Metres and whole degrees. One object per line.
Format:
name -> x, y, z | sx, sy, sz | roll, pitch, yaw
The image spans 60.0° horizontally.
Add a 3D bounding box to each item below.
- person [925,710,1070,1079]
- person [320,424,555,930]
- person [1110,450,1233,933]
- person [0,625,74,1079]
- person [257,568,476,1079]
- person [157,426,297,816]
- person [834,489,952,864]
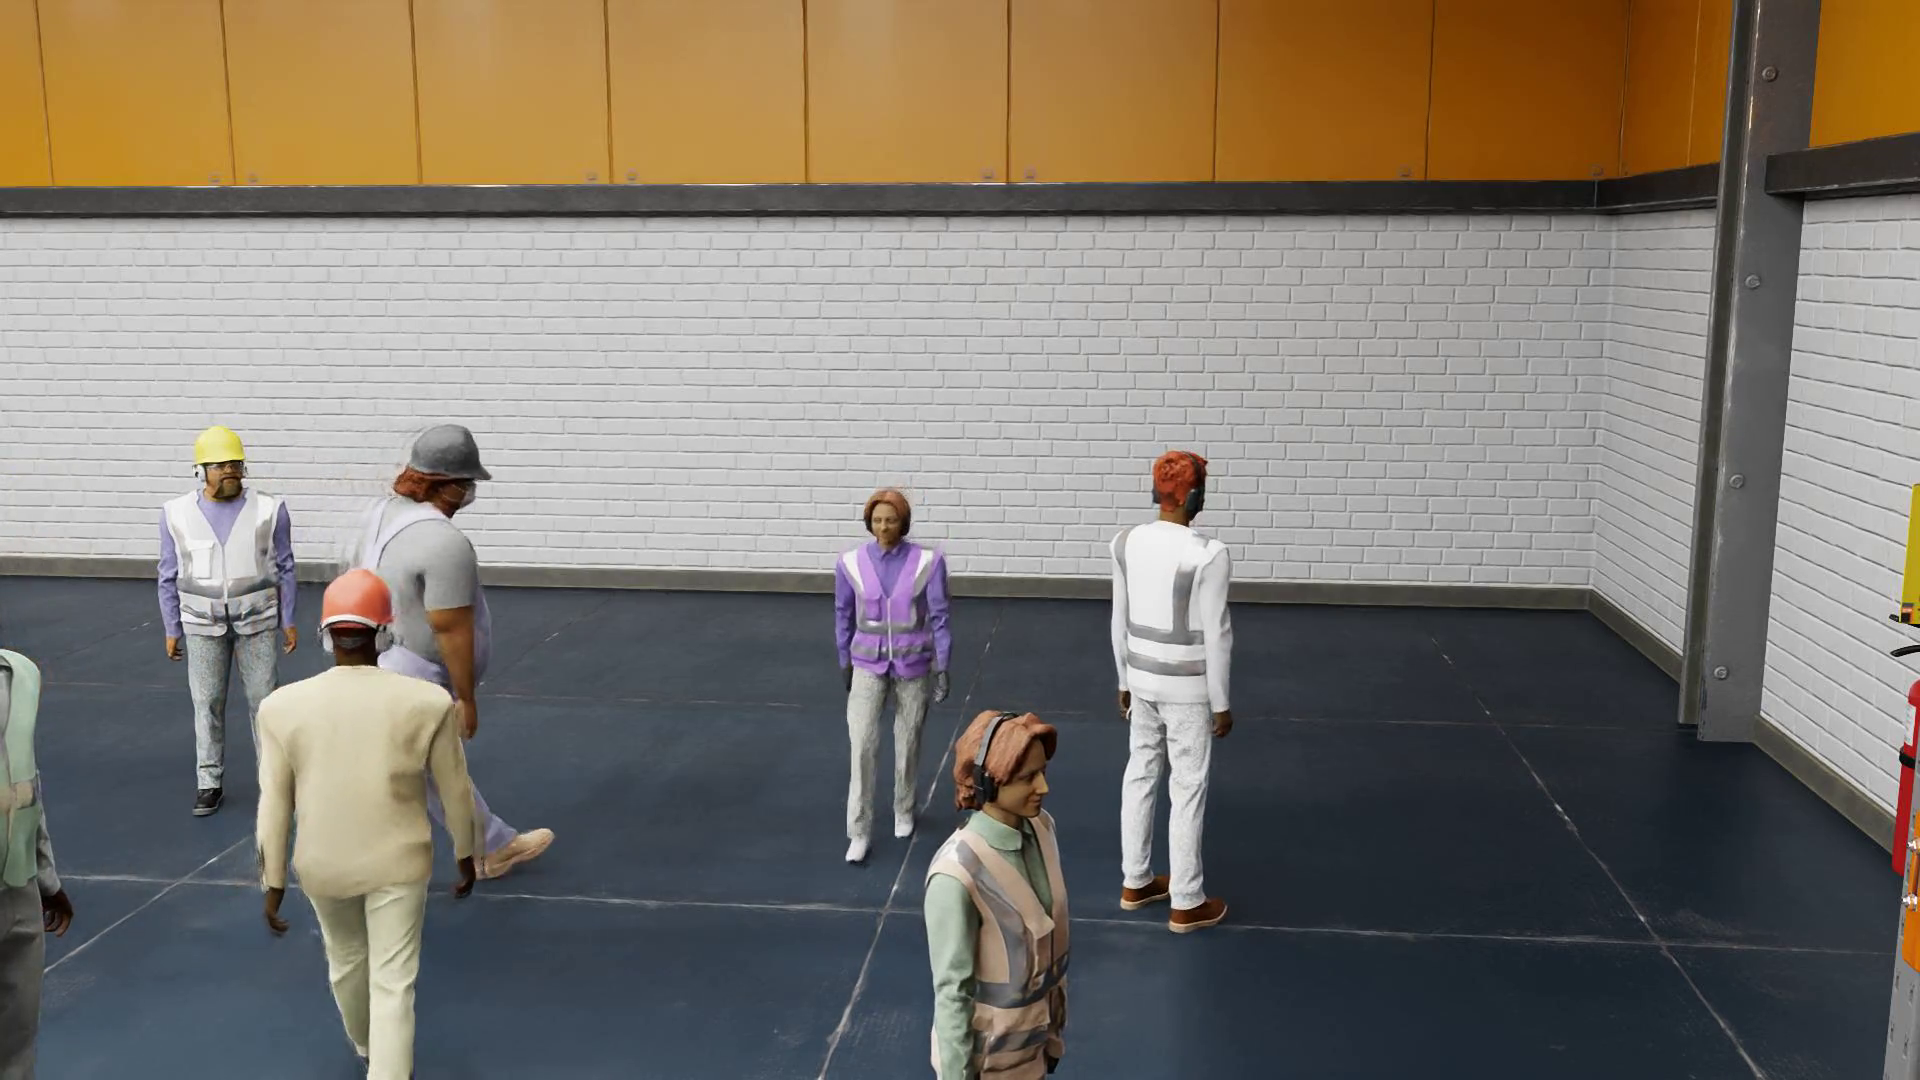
person -> 0.088, 1.183, 3.790 | 0.307, 1.639, 0.525 | 5, 11, 26
person -> -2.111, 0.489, 6.613 | 1.073, 2.000, 0.686 | -8, 12, -37
person -> 0.829, 0.582, 6.543 | 0.350, 1.880, 0.573 | -8, 13, -40
person -> -2.574, 0.949, 4.329 | 0.383, 1.918, 0.597 | 1, 10, 7
person -> -1.770, 0.929, 5.041 | 0.600, 1.702, 0.895 | -2, 10, -9
person -> -3.439, 0.377, 7.836 | 0.600, 1.836, 0.404 | -4, 11, -20
person -> -0.298, 0.593, 7.271 | 0.527, 1.606, 0.783 | 0, 10, 2
